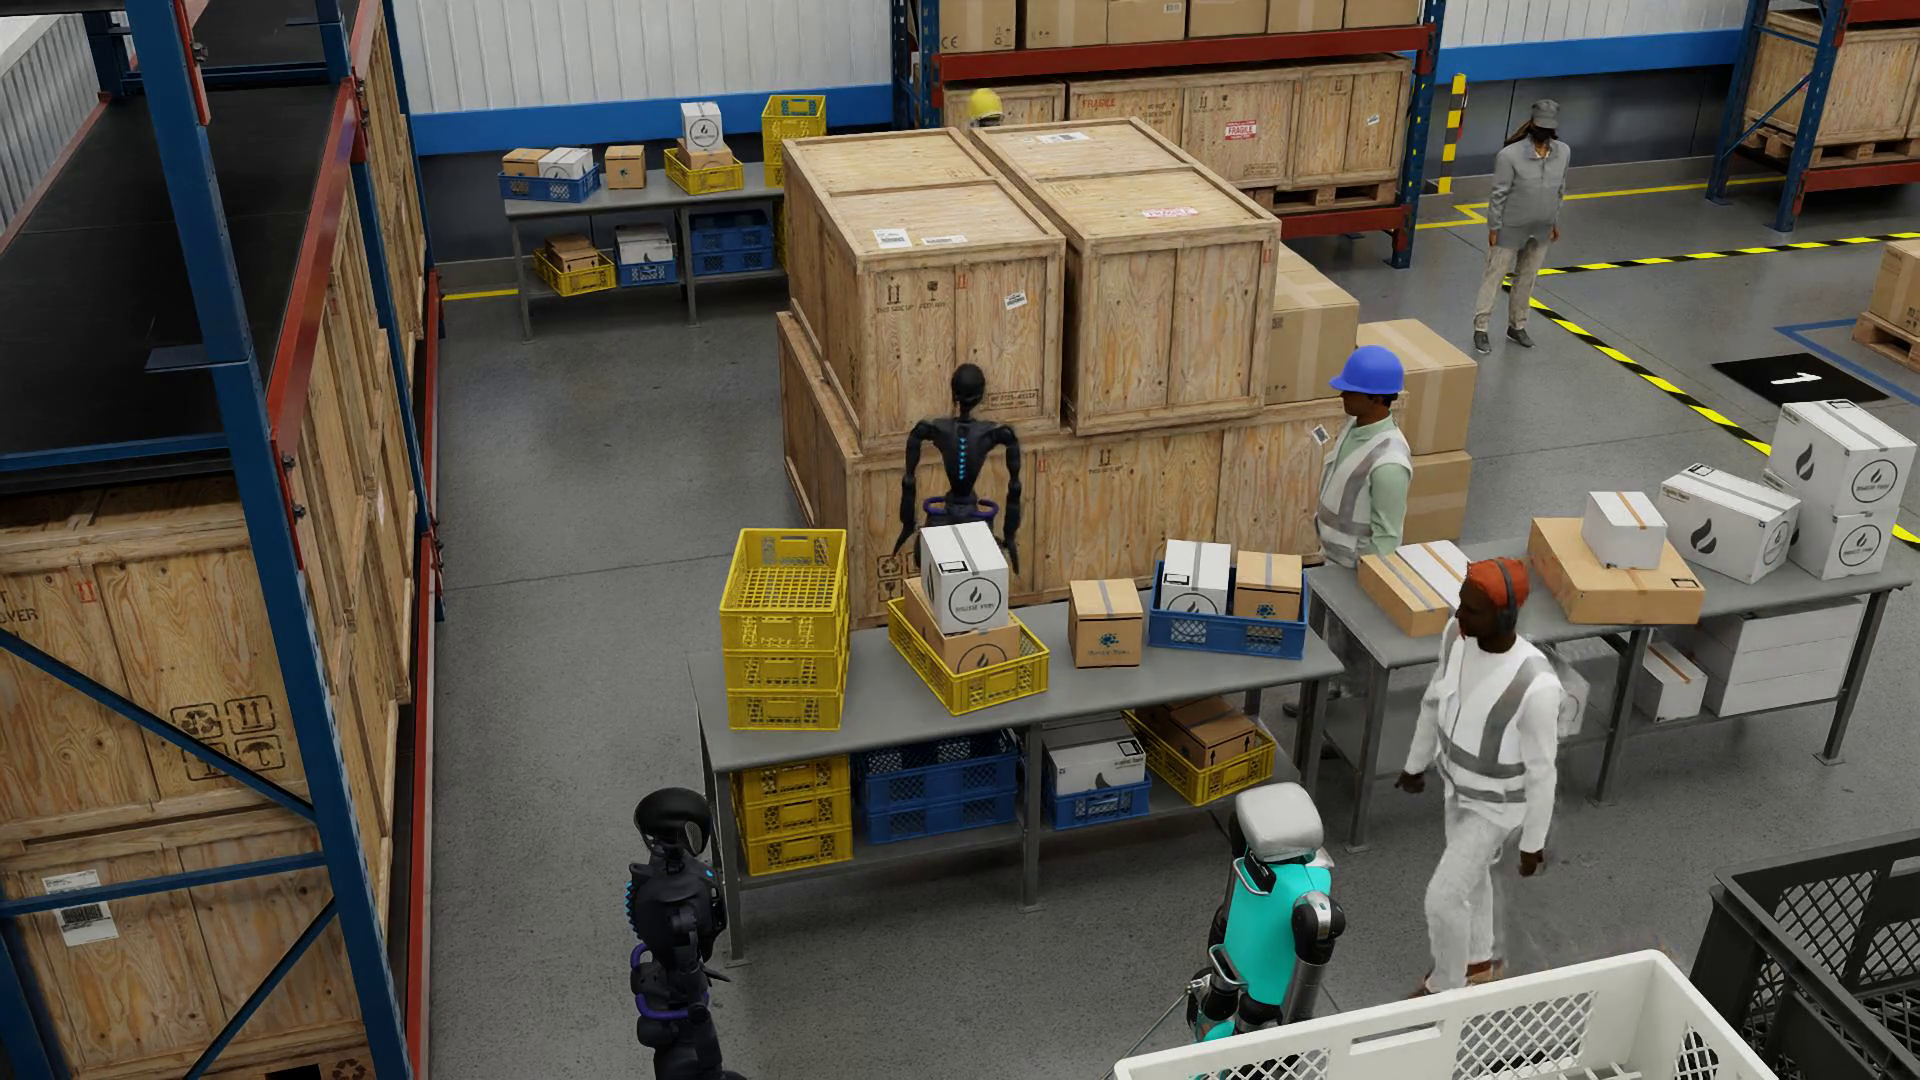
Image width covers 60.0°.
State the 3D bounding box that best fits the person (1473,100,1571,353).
[{"bbox_3d":[3.888,-2.168,11.496,0.571,1.766,0.396,-7,30,-13],"label":"person"}]

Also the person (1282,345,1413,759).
[{"bbox_3d":[1.722,0.061,7.265,0.386,1.949,0.603,-2,29,-3],"label":"person"}]

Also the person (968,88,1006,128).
[{"bbox_3d":[0.190,-2.182,11.460,0.599,1.827,0.404,-16,33,-27],"label":"person"}]

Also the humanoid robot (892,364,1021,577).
[{"bbox_3d":[-0.024,-0.012,7.676,0.605,1.639,0.405,1,29,1],"label":"humanoid robot"}]

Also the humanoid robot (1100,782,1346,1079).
[{"bbox_3d":[0.653,1.468,4.791,0.735,1.676,0.533,-7,30,-13],"label":"humanoid robot"}]

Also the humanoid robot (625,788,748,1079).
[{"bbox_3d":[-0.827,1.435,5.039,0.315,1.655,0.599,-7,30,-13],"label":"humanoid robot"}]

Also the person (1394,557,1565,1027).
[{"bbox_3d":[1.768,0.902,5.816,0.638,1.869,0.632,-8,30,-15],"label":"person"}]
